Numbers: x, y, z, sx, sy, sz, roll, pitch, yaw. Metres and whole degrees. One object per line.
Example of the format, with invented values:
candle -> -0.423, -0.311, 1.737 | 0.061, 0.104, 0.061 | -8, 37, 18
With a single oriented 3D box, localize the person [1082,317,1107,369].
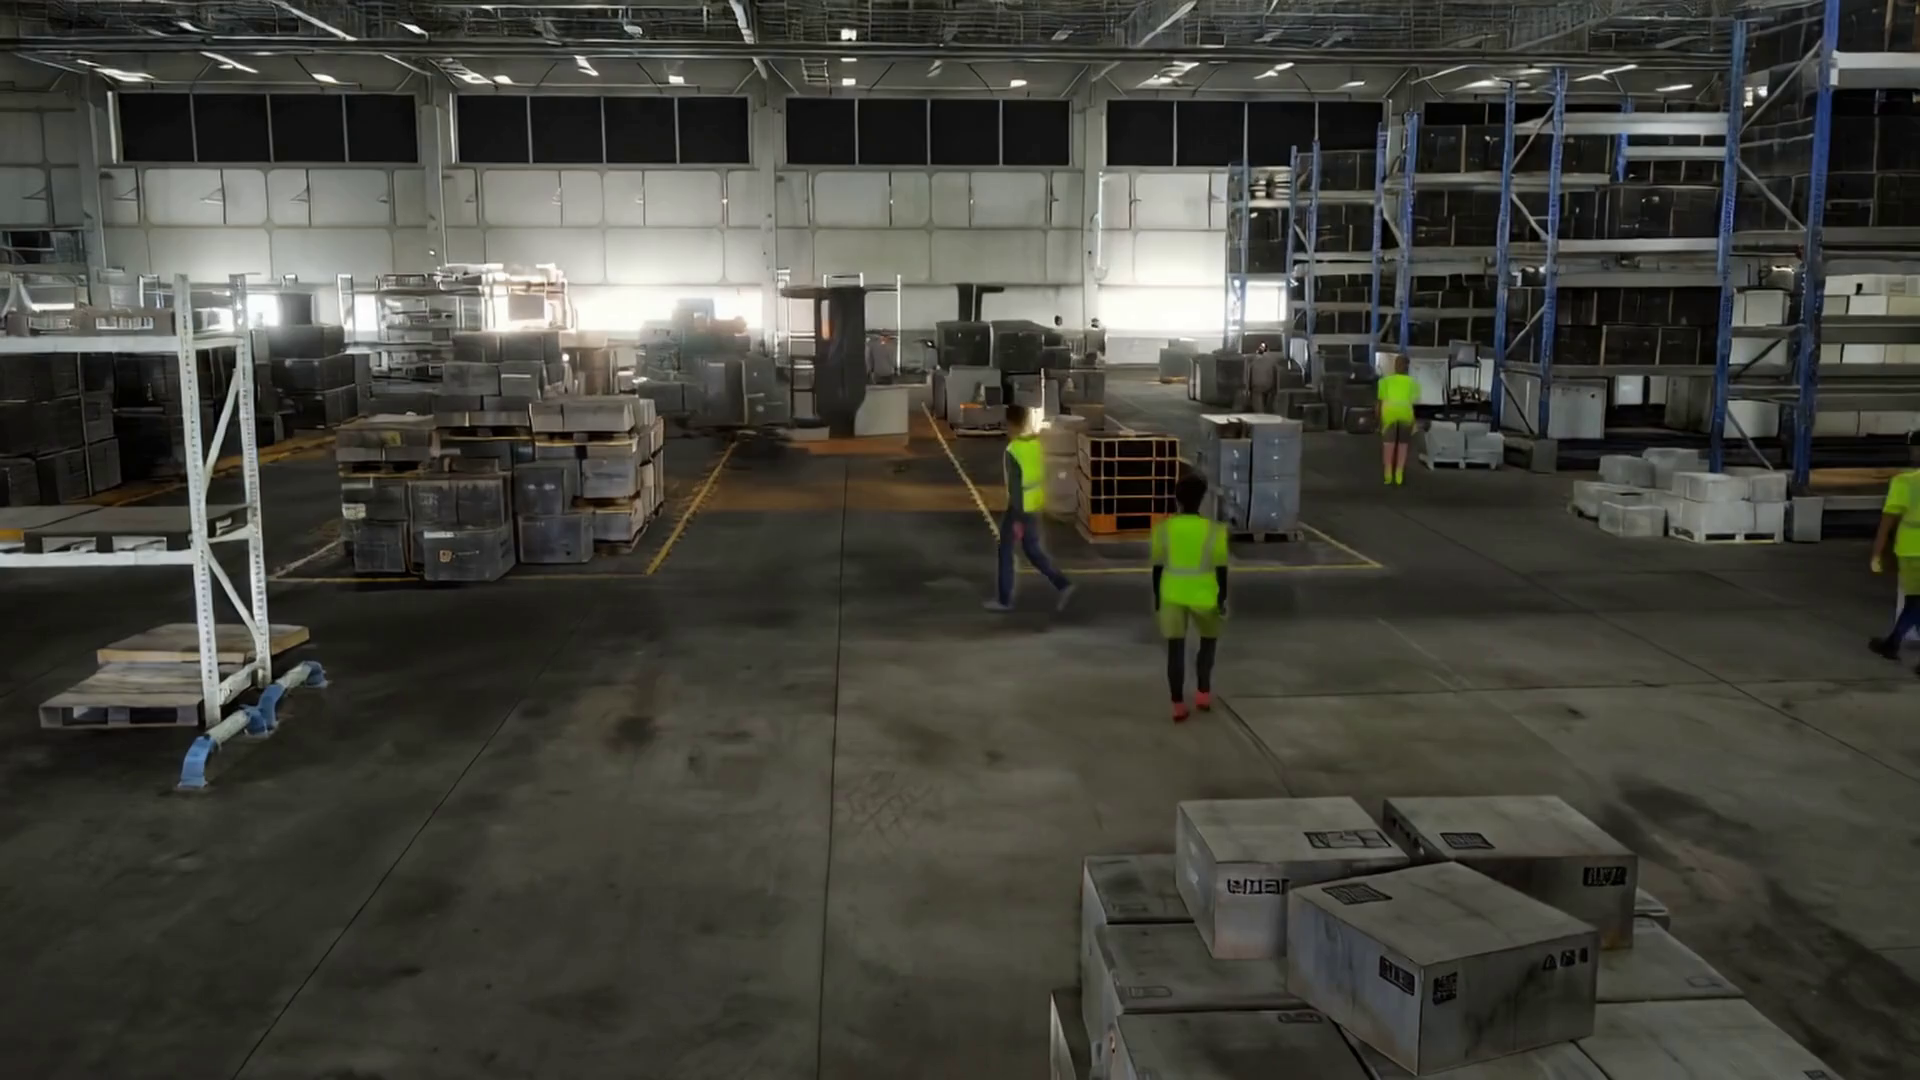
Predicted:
person -> 3.629, -5.120, 45.270 | 0.634, 1.904, 0.988 | -3, 9, -17

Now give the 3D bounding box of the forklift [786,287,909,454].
forklift -> -1.915, -2.940, 28.488 | 1.873, 2.768, 1.129 | -5, 10, -28

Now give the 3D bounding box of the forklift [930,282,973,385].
forklift -> 0.148, -5.571, 45.009 | 1.873, 2.768, 1.129 | -1, 9, -4

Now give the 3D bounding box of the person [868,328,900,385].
person -> -1.569, -3.391, 34.304 | 0.641, 1.937, 1.057 | 2, 9, 15

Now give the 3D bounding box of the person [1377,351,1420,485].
person -> 6.260, -1.731, 23.791 | 0.603, 1.951, 0.640 | 3, 10, 19

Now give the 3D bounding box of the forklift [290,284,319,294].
forklift -> -15.072, -4.525, 38.444 | 1.873, 2.768, 1.129 | -1, 9, -4

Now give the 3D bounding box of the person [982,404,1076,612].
person -> 0.611, -0.274, 14.859 | 0.805, 1.894, 0.598 | 5, 10, 30

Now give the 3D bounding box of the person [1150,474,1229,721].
person -> 1.581, 0.378, 11.379 | 0.552, 1.677, 0.565 | 3, 10, 18

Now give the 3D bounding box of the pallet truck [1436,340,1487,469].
pallet truck -> 8.004, -2.170, 26.422 | 0.823, 1.965, 1.885 | 2, 9, 14

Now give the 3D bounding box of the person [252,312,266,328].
person -> -20.389, -5.669, 48.580 | 0.542, 1.938, 0.357 | 3, 10, 18

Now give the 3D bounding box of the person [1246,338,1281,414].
person -> 5.491, -2.719, 30.187 | 0.642, 1.895, 0.631 | 0, 9, -3

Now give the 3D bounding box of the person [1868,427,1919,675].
person -> 7.318, 0.068, 12.726 | 0.563, 1.885, 0.987 | 0, 9, -3
